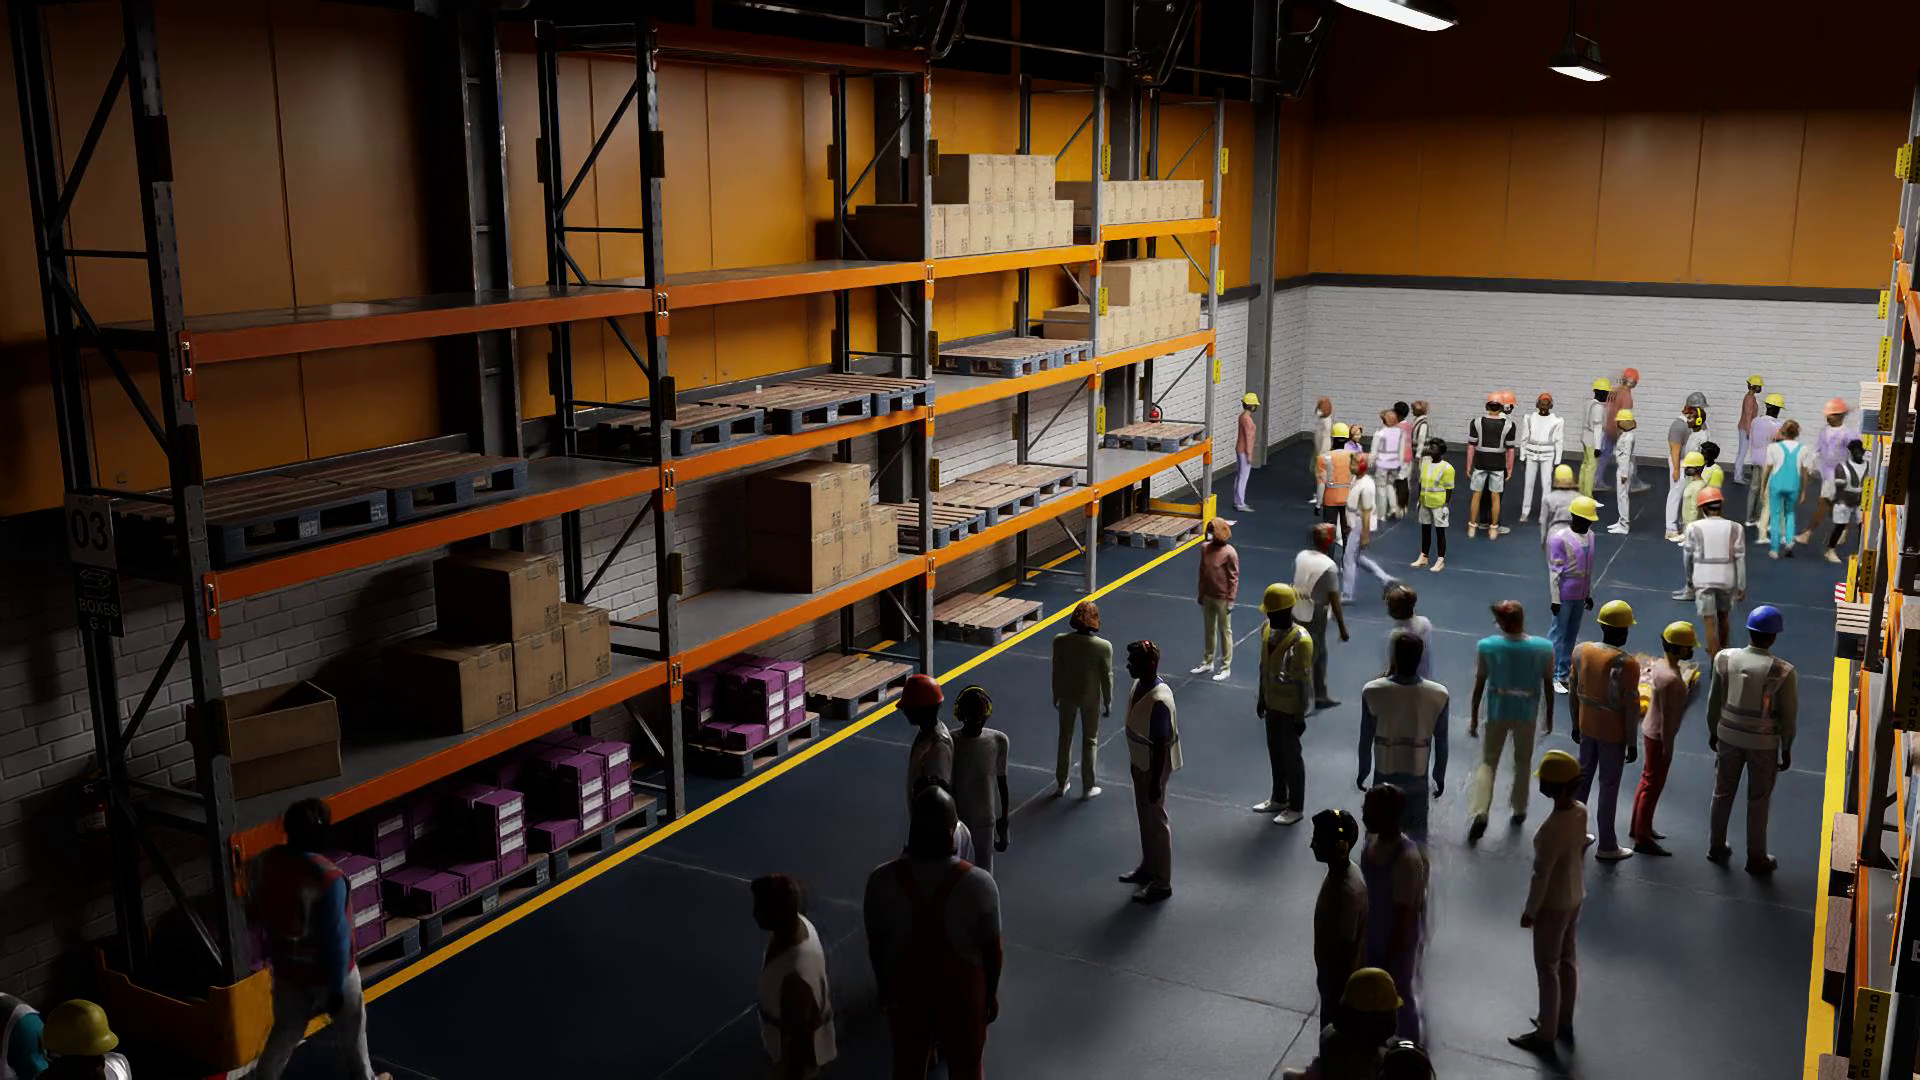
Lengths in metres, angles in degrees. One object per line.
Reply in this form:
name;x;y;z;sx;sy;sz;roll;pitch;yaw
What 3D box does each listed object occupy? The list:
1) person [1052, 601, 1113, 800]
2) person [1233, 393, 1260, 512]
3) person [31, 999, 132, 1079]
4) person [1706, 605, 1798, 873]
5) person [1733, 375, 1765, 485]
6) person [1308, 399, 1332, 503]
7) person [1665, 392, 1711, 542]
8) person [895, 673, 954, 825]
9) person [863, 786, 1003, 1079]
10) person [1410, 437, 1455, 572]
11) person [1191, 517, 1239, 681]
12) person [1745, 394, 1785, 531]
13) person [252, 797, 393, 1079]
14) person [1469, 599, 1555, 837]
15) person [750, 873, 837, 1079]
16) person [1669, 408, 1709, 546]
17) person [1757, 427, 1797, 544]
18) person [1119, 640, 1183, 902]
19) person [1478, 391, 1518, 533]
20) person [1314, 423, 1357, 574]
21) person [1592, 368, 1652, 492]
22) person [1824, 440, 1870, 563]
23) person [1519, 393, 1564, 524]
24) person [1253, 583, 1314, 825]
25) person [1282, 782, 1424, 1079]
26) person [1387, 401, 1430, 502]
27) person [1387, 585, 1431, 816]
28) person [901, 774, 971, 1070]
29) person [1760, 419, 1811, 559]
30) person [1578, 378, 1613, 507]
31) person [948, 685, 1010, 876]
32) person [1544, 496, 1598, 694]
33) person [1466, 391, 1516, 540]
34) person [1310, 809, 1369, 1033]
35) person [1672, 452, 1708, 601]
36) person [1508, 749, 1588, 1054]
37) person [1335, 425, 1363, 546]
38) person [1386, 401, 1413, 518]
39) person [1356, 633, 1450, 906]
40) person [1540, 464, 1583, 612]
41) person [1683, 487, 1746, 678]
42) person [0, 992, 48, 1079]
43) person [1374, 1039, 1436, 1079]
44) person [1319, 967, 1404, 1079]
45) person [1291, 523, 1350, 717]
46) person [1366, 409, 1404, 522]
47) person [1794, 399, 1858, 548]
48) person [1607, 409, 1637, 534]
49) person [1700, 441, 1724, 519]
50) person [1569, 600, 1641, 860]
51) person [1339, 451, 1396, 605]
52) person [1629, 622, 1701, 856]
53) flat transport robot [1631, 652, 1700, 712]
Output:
person;0.978;1.280;13.323;0.504;1.623;0.292;4;13;18
person;4.237;-1.291;24.529;0.334;1.761;0.518;-1;13;-2
person;-3.467;2.676;6.629;0.403;1.824;0.591;4;13;19
person;5.688;1.419;11.965;0.393;1.946;0.617;-10;16;-39
person;12.648;-1.767;26.665;0.341;1.761;0.525;6;14;24
person;5.484;-1.347;25.137;0.357;1.599;0.595;-1;13;-4
person;9.939;-1.001;22.592;0.676;2.000;0.536;-8;15;-32
person;-0.211;1.768;10.455;0.387;1.929;0.543;-2;13;-9
person;-0.115;2.188;8.313;0.682;2.000;0.538;2;13;8
person;5.947;-0.448;20.887;0.317;1.700;0.538;-8;15;-32
person;2.539;0.574;16.457;0.284;1.633;0.501;-8;15;-33
person;11.284;-1.092;23.269;0.373;1.920;0.585;-3;13;-14
person;-3.426;2.229;8.664;0.620;1.814;0.882;6;14;24
person;4.183;1.366;12.584;0.630;1.821;0.822;3;13;15
person;-0.742;2.406;7.806;0.565;1.824;0.572;-1;13;-7
person;9.803;-0.842;22.268;0.311;1.869;0.534;1;13;3
person;11.092;-0.731;22.368;0.671;1.607;0.494;-3;13;-14
person;1.328;1.576;11.525;0.394;1.836;0.561;-2;13;-10
person;7.485;-1.083;23.090;0.407;1.986;0.616;-3;13;-11
person;4.663;-0.488;20.551;0.585;1.928;0.368;-2;13;-9
person;10.406;-1.711;25.974;0.962;1.949;0.634;-1;13;-3
person;11.334;-0.466;21.089;0.534;1.654;0.684;1;13;5
person;8.274;-1.164;23.698;0.579;1.879;0.350;8;15;33
person;2.467;1.252;12.815;0.423;1.909;0.585;-5;14;-22
person;2.163;2.175;8.884;0.850;1.809;0.511;-4;13;-19
person;6.767;-1.273;24.802;0.850;1.588;0.532;0;13;0
person;3.581;1.243;13.068;0.688;1.824;0.543;-11;16;-39
person;-0.152;2.131;9.350;0.317;1.696;0.540;9;16;36
person;10.665;-0.660;21.537;0.510;1.833;0.401;3;13;14
person;9.511;-1.467;24.939;0.383;1.924;0.589;2;13;7
person;0.067;1.803;10.453;0.510;1.860;0.333;-2;13;-9
person;5.917;0.518;16.059;0.585;1.922;0.377;-9;15;-34
person;7.233;-1.015;22.690;0.615;2.029;0.409;4;13;19
person;1.897;2.249;8.450;0.328;1.863;0.508;1;13;5
person;8.552;-0.161;19.473;0.338;1.761;0.524;5;13;21
person;3.397;2.056;9.542;0.334;1.765;0.528;11;16;40
person;5.228;-0.740;22.328;0.312;1.639;0.518;10;16;38
person;6.383;-1.165;24.105;0.321;1.695;0.537;7;14;29
person;3.013;1.575;11.336;0.597;1.916;0.370;2;13;9
person;6.798;0.008;18.795;0.498;1.719;0.413;3;13;14
person;7.545;0.402;16.711;0.576;1.860;0.940;2;13;10
person;-4.178;2.572;7.049;0.633;1.840;0.429;0;13;0
person;1.639;2.749;6.261;0.504;1.840;0.342;1;13;6
person;1.681;2.624;7.058;0.337;1.735;0.488;-4;13;-17
person;3.357;0.738;15.319;0.788;1.814;0.581;-3;13;-15
person;6.072;-1.058;23.771;0.527;1.628;0.370;-5;14;-21
person;11.479;-0.879;22.131;1.005;1.998;0.624;-2;13;-7
person;9.187;-0.956;23.090;0.321;1.737;0.489;5;13;19
person;9.281;-0.389;20.659;0.322;1.690;0.531;0;13;-1
person;4.723;1.380;12.187;0.369;1.928;0.585;-7;14;-29
person;4.666;-0.132;19.198;0.715;1.822;0.581;2;13;7
person;5.212;1.450;12.275;0.350;1.758;0.519;4;13;18
flat transport robot;6.651;1.367;15.984;0.652;0.197;1.431;8;15;32
